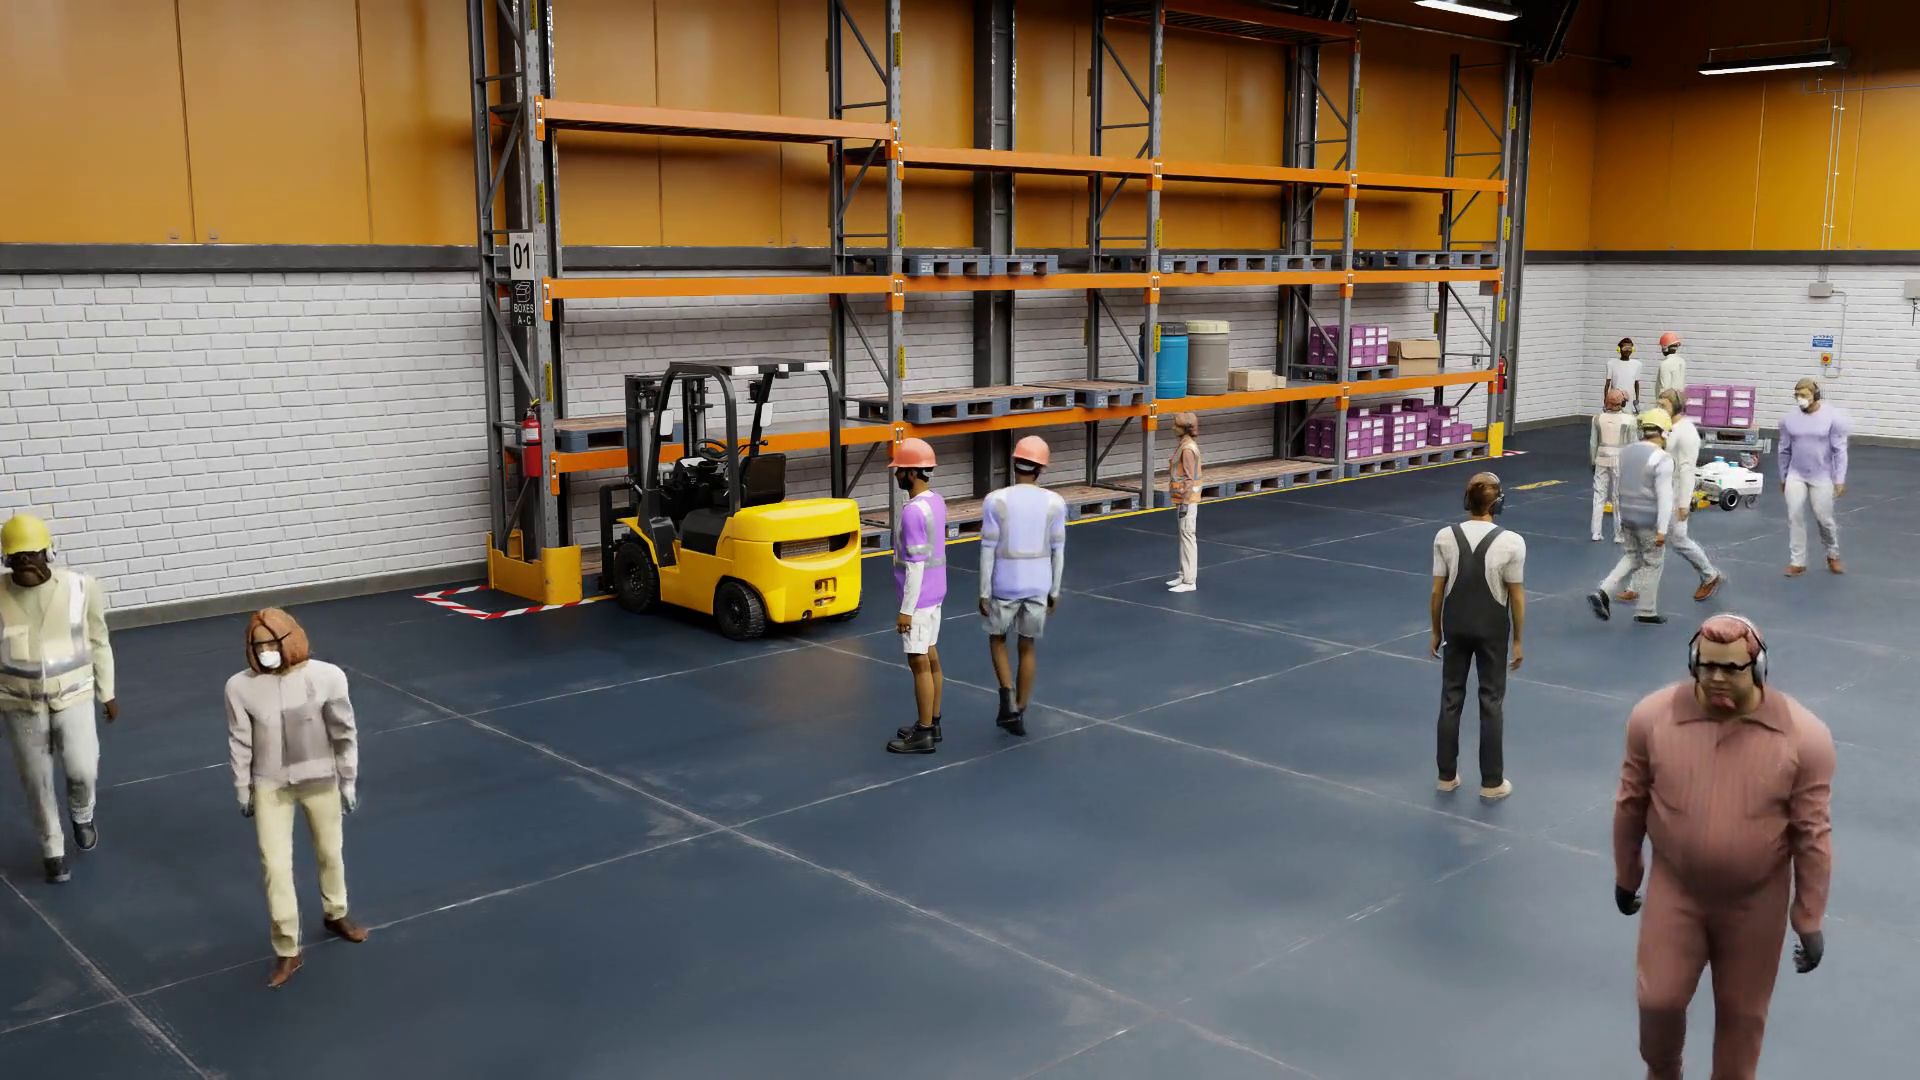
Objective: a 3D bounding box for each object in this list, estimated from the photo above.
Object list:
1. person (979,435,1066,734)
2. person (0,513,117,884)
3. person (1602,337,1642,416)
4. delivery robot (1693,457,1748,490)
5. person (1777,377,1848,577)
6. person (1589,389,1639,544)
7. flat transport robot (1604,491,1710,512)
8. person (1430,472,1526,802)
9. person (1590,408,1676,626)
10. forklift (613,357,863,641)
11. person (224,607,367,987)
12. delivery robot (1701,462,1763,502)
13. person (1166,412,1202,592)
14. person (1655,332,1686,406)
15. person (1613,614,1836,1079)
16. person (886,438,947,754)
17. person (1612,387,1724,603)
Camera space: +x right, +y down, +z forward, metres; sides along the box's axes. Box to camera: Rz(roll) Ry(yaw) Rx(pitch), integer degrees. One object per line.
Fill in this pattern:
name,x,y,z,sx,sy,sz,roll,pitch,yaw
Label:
person,0.386,0.289,10.570,0.566,1.908,0.405,-2,10,-11
person,-4.454,0.757,8.088,0.621,1.818,0.459,-5,11,-28
person,9.509,-1.968,23.887,0.520,1.876,0.325,1,10,6
delivery robot,9.374,-0.788,20.565,0.707,0.478,0.477,-3,10,-19
person,8.101,-0.597,15.781,0.660,1.910,0.650,-8,13,-40
person,6.910,-0.778,17.601,0.310,1.642,0.514,-9,13,-44
flat transport robot,8.276,-0.467,19.788,1.431,0.197,0.652,-8,13,-40
person,2.887,0.538,9.300,0.516,1.843,0.325,6,11,31
person,5.538,-0.171,13.556,0.588,1.807,0.610,-3,10,-16
forklift,-1.847,-0.414,13.852,1.214,2.155,2.313,-9,13,-42
person,-2.827,1.039,7.112,0.515,1.596,0.599,-3,10,-15
delivery robot,9.317,-0.701,20.055,0.707,0.478,0.477,-3,10,-20
person,2.037,-0.344,15.075,0.305,1.637,0.522,1,10,5
person,9.724,-1.854,22.871,0.623,1.990,0.390,-9,13,-44
person,2.496,1.166,5.495,0.667,1.889,0.422,5,11,27
person,-0.271,0.342,10.181,0.362,1.938,0.545,2,10,13
person,6.227,-0.382,14.496,0.919,1.911,0.637,-1,10,-8
